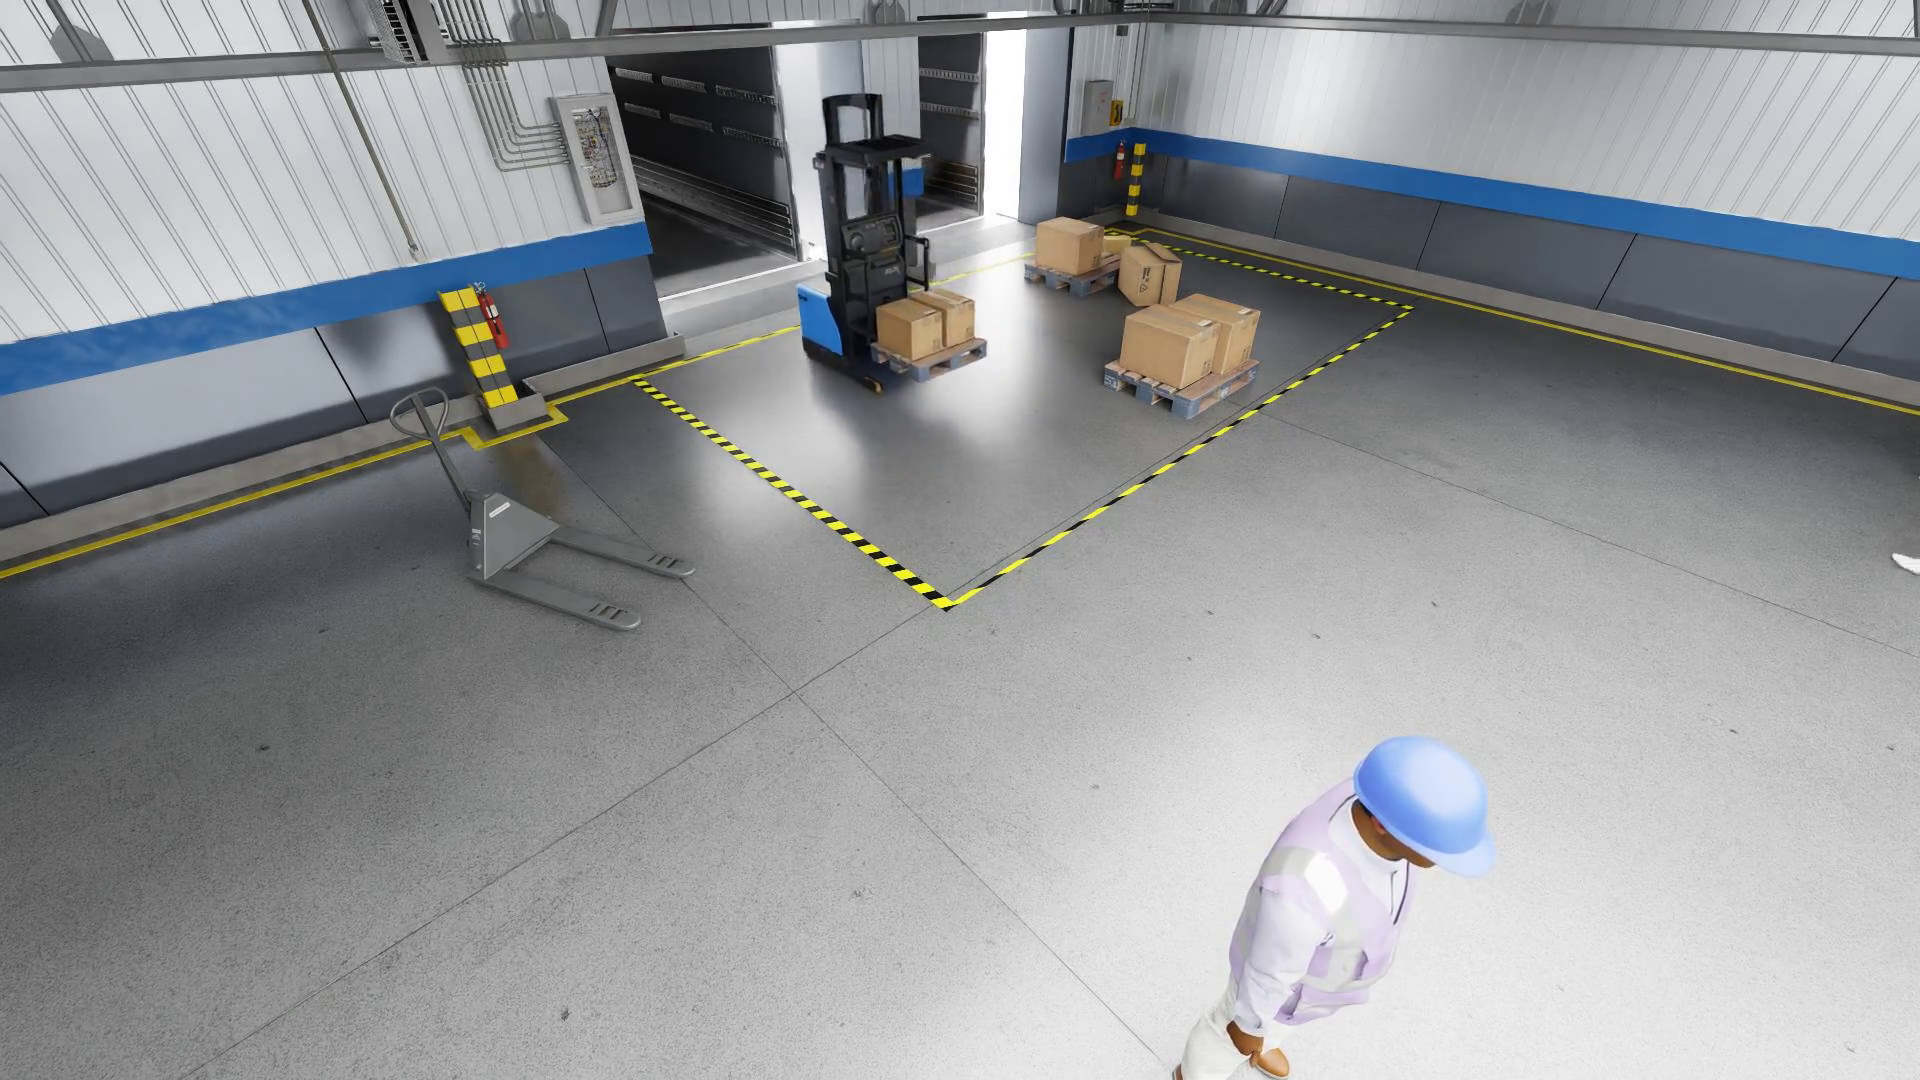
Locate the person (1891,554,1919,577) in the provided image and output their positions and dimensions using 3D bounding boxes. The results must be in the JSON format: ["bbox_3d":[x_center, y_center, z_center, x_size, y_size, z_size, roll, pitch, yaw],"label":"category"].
[{"bbox_3d":[6.687,-0.260,4.318,0.515,1.588,0.874,-17,41,-21],"label":"person"}]

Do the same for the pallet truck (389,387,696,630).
[{"bbox_3d":[-2.613,-0.247,4.593,1.601,1.201,0.680,14,40,17],"label":"pallet truck"}]

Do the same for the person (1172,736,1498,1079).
[{"bbox_3d":[0.991,1.208,2.130,0.617,1.945,0.392,-28,46,-31],"label":"person"}]

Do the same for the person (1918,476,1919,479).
[{"bbox_3d":[7.878,-1.102,5.285,0.489,1.742,0.321,0,38,0],"label":"person"}]

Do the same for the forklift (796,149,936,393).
[{"bbox_3d":[-1.113,-2.728,7.148,0.716,2.013,0.776,-30,47,-33],"label":"forklift"}]
